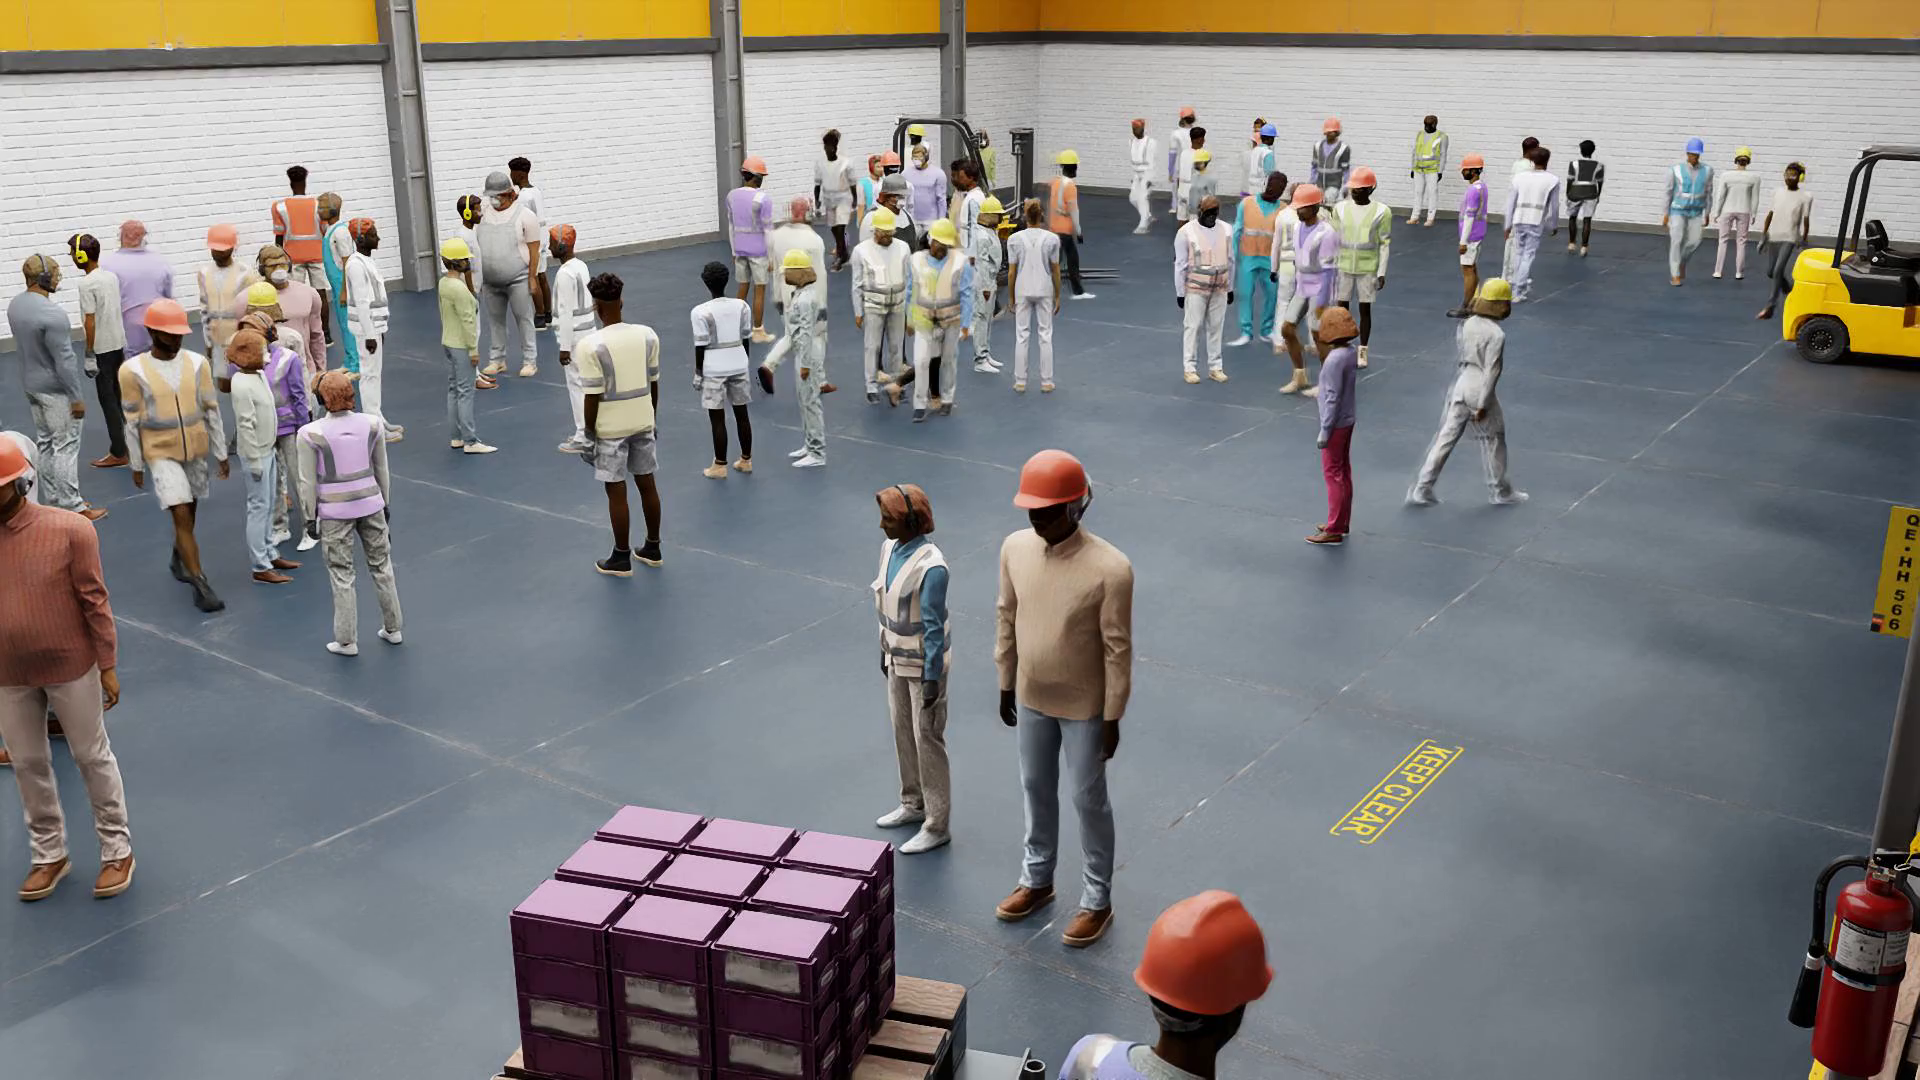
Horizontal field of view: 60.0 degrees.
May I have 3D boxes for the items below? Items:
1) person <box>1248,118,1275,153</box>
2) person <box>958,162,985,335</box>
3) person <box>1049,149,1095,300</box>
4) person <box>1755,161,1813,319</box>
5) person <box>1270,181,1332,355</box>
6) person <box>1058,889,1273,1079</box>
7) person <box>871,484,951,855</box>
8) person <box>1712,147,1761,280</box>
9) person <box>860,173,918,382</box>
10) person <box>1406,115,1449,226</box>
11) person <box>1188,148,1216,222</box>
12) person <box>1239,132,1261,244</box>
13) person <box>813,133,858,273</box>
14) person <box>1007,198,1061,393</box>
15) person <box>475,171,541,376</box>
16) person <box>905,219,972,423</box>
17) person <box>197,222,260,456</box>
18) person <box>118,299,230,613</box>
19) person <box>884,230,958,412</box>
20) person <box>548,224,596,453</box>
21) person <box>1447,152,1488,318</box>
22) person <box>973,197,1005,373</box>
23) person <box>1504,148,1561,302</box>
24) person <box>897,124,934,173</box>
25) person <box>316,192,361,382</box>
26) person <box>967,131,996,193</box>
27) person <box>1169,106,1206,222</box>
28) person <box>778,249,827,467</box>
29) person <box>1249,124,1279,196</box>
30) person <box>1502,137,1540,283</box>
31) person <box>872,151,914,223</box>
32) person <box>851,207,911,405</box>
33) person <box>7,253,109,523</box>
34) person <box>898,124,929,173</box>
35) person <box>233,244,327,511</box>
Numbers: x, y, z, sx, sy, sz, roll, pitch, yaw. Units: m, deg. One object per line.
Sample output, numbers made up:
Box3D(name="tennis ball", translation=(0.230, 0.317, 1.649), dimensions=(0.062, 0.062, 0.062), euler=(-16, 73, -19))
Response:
Box3D(name="person", translation=(4.809, -5.842, 26.807), dimensions=(0.526, 1.869, 0.315), euler=(14, 23, 38))
Box3D(name="person", translation=(0.149, -3.269, 18.680), dimensions=(0.378, 1.916, 0.597), euler=(0, 18, 0))
Box3D(name="person", translation=(1.236, -3.893, 20.686), dimensions=(0.961, 1.892, 0.579), euler=(-4, 18, -14))
Box3D(name="person", translation=(9.795, -3.562, 19.720), dimensions=(0.796, 1.850, 0.522), euler=(-11, 21, -31))
Box3D(name="person", translation=(3.594, -2.849, 17.529), dimensions=(0.650, 1.826, 0.437), euler=(-1, 18, -4))
Box3D(name="person", translation=(0.446, 1.606, 3.419), dimensions=(0.392, 1.928, 0.549), euler=(-16, 24, -41))
Box3D(name="person", translation=(-0.201, 0.543, 7.225), dimensions=(0.318, 1.631, 0.524), euler=(-9, 20, -27))
Box3D(name="person", translation=(10.508, -4.422, 22.536), dimensions=(0.533, 1.765, 0.329), euler=(6, 19, 19))
Box3D(name="person", translation=(-0.639, -2.583, 16.335), dimensions=(0.535, 2.000, 0.688), euler=(14, 22, 37))
Box3D(name="person", translation=(7.891, -6.243, 28.118), dimensions=(0.620, 1.838, 0.430), euler=(17, 24, 42))
Box3D(name="person", translation=(3.308, -4.433, 22.593), dimensions=(0.611, 1.747, 0.532), euler=(-9, 20, -27))
Box3D(name="person", translation=(4.579, -5.470, 25.874), dimensions=(0.515, 1.727, 0.579), euler=(-13, 22, -35))
Box3D(name="person", translation=(-1.722, -4.755, 23.373), dimensions=(0.624, 1.912, 0.857), euler=(7, 19, 22))
Box3D(name="person", translation=(0.698, -2.303, 15.781), dimensions=(0.508, 1.845, 0.345), euler=(1, 18, 3))
Box3D(name="person", translation=(-4.517, -2.635, 16.500), dimensions=(0.673, 2.000, 0.535), euler=(4, 18, 12))
Box3D(name="person", translation=(-0.200, -1.936, 14.724), dimensions=(0.610, 1.780, 0.770), euler=(2, 18, 7))
Box3D(name="person", translation=(-5.966, -1.691, 13.767), dimensions=(0.552, 1.910, 0.684), euler=(3, 18, 10))
Box3D(name="person", translation=(-4.834, -0.558, 10.283), dimensions=(1.011, 1.882, 0.548), euler=(17, 24, 42))
Box3D(name="person", translation=(-0.359, -1.938, 14.896), dimensions=(0.666, 1.672, 0.538), euler=(-5, 18, -15))
Box3D(name="person", translation=(-3.176, -1.652, 13.699), dimensions=(0.351, 1.878, 0.568), euler=(0, 18, -1))
Box3D(name="person", translation=(6.020, -3.601, 19.698), dimensions=(0.386, 1.931, 0.543), euler=(9, 20, 25))
Box3D(name="person", translation=(0.300, -2.577, 16.796), dimensions=(0.307, 1.745, 0.484), euler=(4, 18, 11))
Box3D(name="person", translation=(7.236, -3.971, 20.936), dimensions=(0.594, 1.879, 0.902), euler=(15, 23, 40))
Box3D(name="person", translation=(-0.701, -5.468, 25.518), dimensions=(0.604, 1.942, 0.402), euler=(-2, 18, -6))
Box3D(name="person", translation=(-6.091, -2.482, 16.337), dimensions=(0.335, 1.844, 0.513), euler=(-10, 20, -28))
Box3D(name="person", translation=(0.352, -5.932, 27.485), dimensions=(0.494, 1.624, 0.281), euler=(-8, 19, -23))
Box3D(name="person", translation=(3.742, -6.107, 27.397), dimensions=(0.606, 2.025, 0.642), euler=(-1, 18, -4))
Box3D(name="person", translation=(-1.261, -1.452, 13.295), dimensions=(0.340, 1.735, 0.495), euler=(-2, 18, -7))
Box3D(name="person", translation=(4.452, -5.118, 24.434), dimensions=(0.415, 1.939, 0.605), euler=(-4, 18, -12))
Box3D(name="person", translation=(7.509, -4.416, 22.270), dimensions=(0.377, 1.916, 0.599), euler=(0, 18, 0))
Box3D(name="person", translation=(-0.816, -3.682, 19.958), dimensions=(0.544, 1.930, 0.389), euler=(-9, 20, -27))
Box3D(name="person", translation=(-0.703, -2.157, 15.366), dimensions=(0.601, 1.821, 0.403), euler=(-8, 19, -22))
Box3D(name="person", translation=(-6.394, -1.050, 11.725), dimensions=(0.636, 1.931, 0.377), euler=(13, 22, 34))
Box3D(name="person", translation=(-0.676, -5.229, 24.804), dimensions=(0.618, 1.923, 0.378), euler=(13, 22, 35))
Box3D(name="person", translation=(-4.907, -1.189, 12.143), dimensions=(0.630, 1.940, 0.372), euler=(-16, 24, -41))
